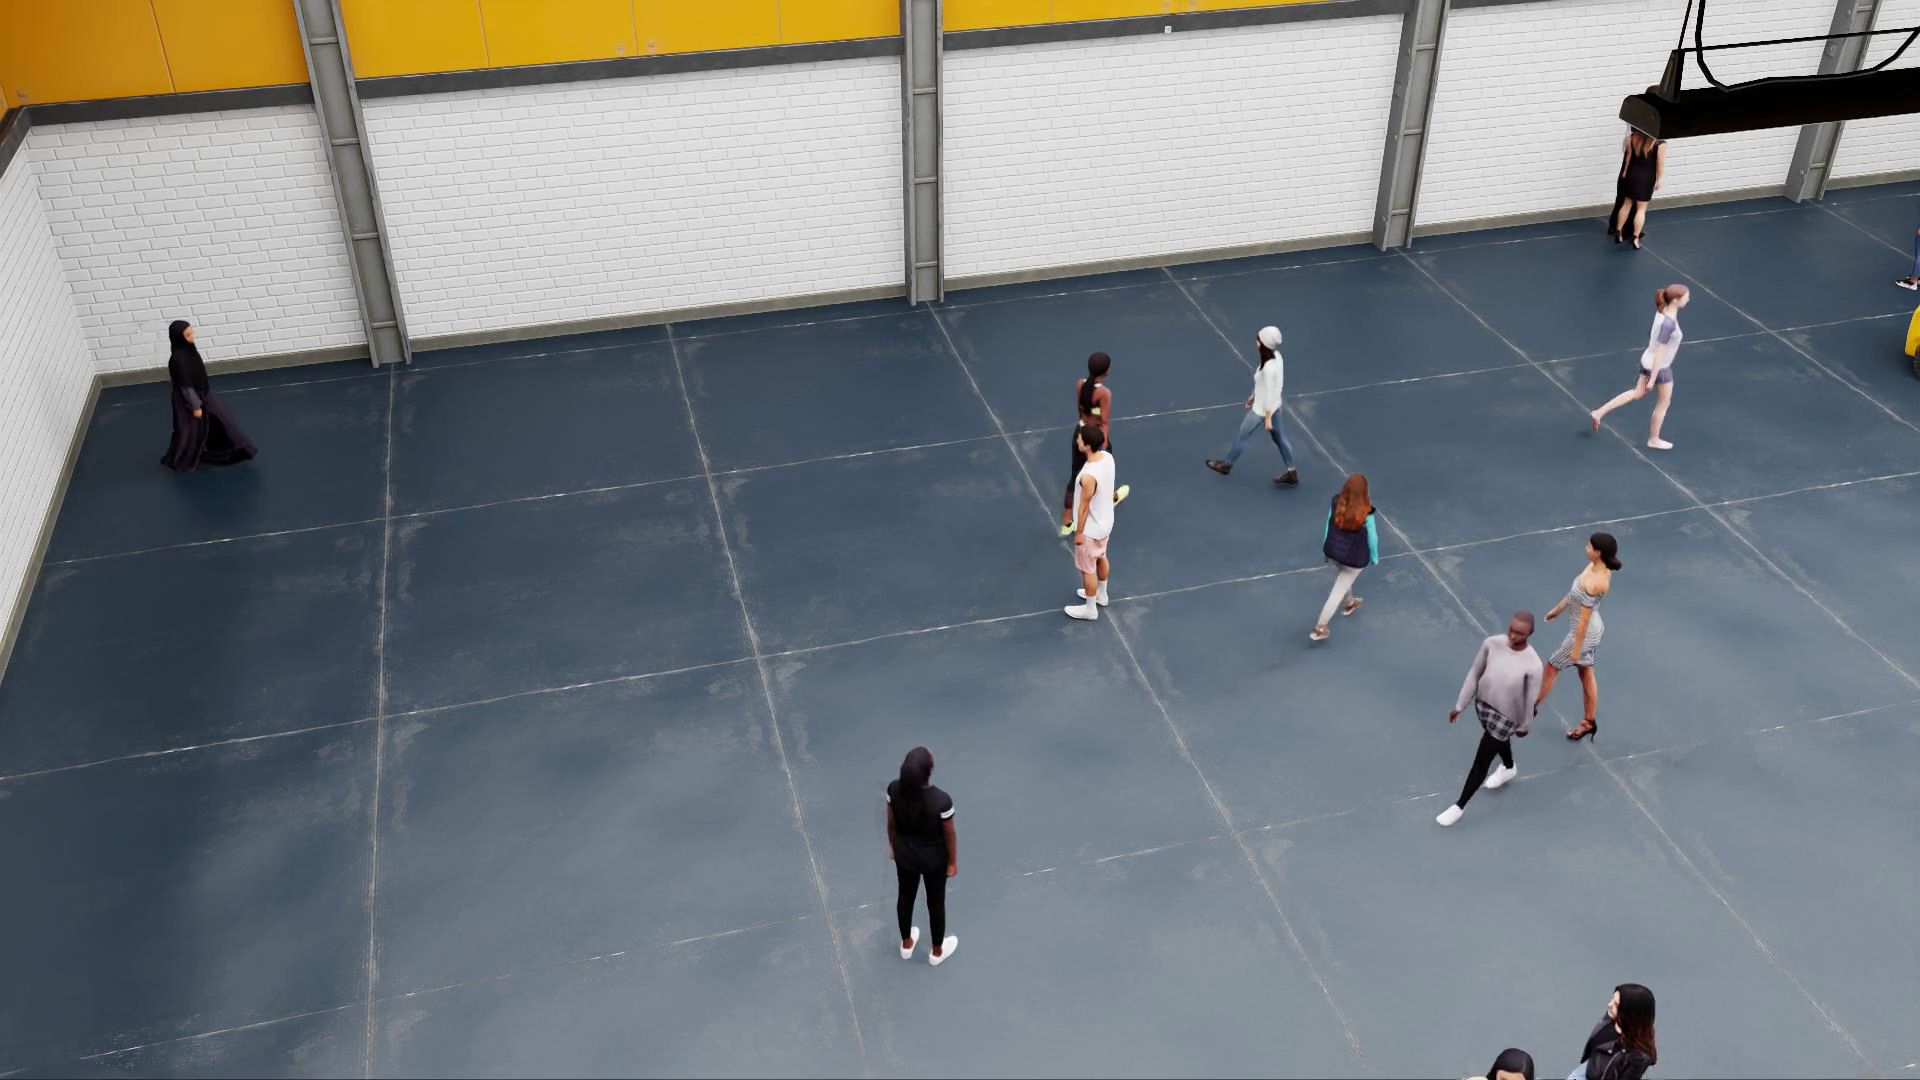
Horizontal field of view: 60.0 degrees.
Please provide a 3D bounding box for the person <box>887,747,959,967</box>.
[{"bbox_3d":[-0.247,2.010,10.625,0.672,1.730,0.762,12,35,17],"label":"person"}]

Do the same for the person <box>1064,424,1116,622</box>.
[{"bbox_3d":[1.121,-0.149,13.826,0.764,1.782,0.716,15,37,22],"label":"person"}]

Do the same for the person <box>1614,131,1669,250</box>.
[{"bbox_3d":[8.298,-4.395,20.273,0.749,1.716,0.753,-25,41,-33],"label":"person"}]

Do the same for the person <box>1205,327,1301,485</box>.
[{"bbox_3d":[2.957,-1.222,15.608,1.175,1.598,1.028,12,35,17],"label":"person"}]

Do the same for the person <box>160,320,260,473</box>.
[{"bbox_3d":[-7.388,-1.363,15.818,1.174,1.600,0.808,-4,34,-5],"label":"person"}]

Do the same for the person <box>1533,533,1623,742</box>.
[{"bbox_3d":[4.757,0.764,12.441,0.996,1.796,0.931,16,37,22],"label":"person"}]

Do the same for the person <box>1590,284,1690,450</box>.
[{"bbox_3d":[6.683,-1.697,16.198,1.116,1.735,0.836,4,34,7],"label":"person"}]

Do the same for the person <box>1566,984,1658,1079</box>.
[{"bbox_3d":[3.652,3.046,9.169,0.867,1.617,0.736,-2,34,-3],"label":"person"}]

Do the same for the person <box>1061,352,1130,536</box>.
[{"bbox_3d":[1.110,-0.822,14.911,0.998,1.702,1.182,27,42,35],"label":"person"}]

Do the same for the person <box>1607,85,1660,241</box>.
[{"bbox_3d":[8.360,-4.664,20.498,0.685,1.917,0.749,-18,38,-25],"label":"person"}]

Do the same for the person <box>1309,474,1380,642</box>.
[{"bbox_3d":[3.131,0.172,13.631,1.085,1.464,0.855,-26,42,-33],"label":"person"}]

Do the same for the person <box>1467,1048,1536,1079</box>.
[{"bbox_3d":[2.753,3.232,8.755,0.909,1.766,0.945,14,36,20],"label":"person"}]

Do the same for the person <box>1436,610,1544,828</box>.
[{"bbox_3d":[3.897,1.190,11.865,1.265,1.723,0.933,-22,39,-29],"label":"person"}]
